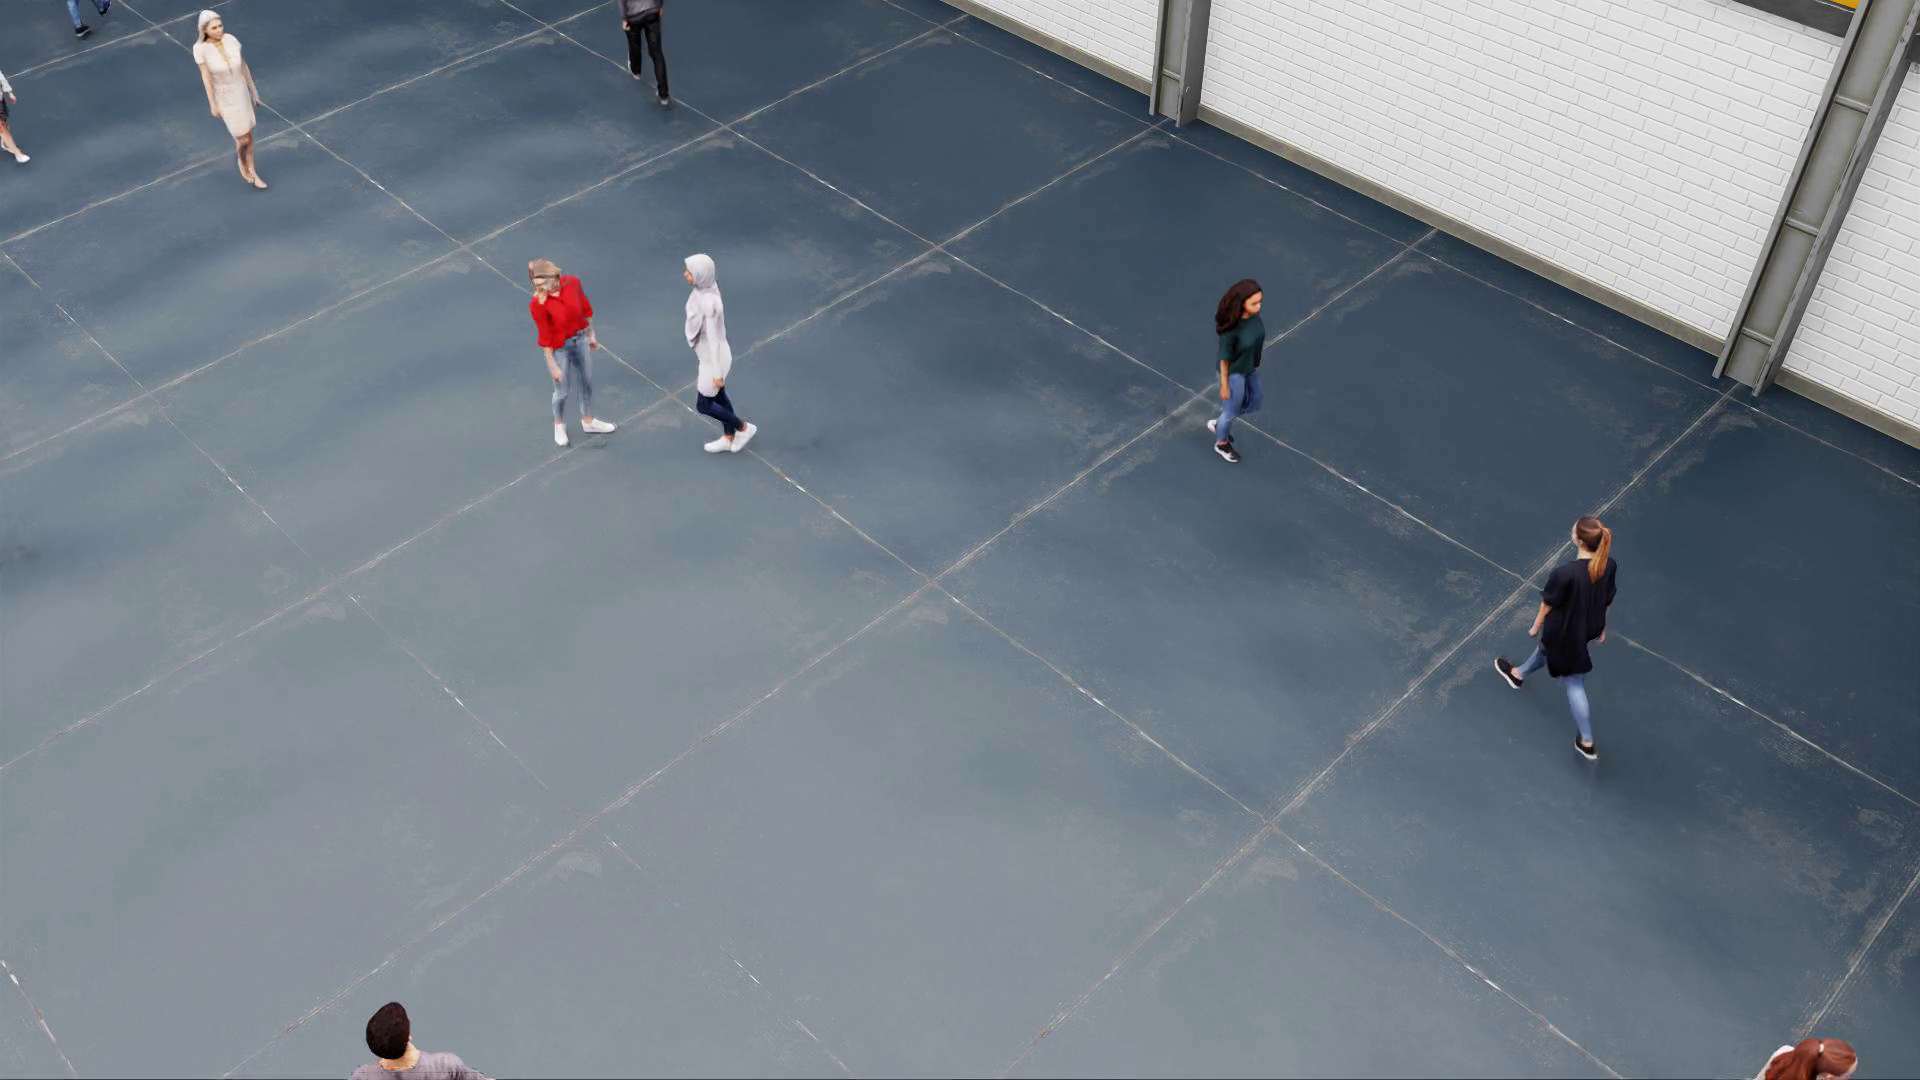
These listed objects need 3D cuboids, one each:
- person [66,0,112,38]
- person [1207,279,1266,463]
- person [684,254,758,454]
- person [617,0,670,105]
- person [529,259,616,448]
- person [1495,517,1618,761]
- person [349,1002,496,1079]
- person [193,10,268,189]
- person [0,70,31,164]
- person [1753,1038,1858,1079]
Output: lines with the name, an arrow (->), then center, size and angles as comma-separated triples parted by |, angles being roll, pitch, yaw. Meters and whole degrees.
person -> -9.368, -5.911, 17.458 | 0.850, 1.231, 0.892 | 2, 44, 2
person -> 1.991, -1.281, 12.329 | 0.611, 1.602, 0.590 | 32, 52, 29
person -> -1.738, -1.342, 12.274 | 0.838, 1.766, 0.763 | -10, 44, -10
person -> -3.075, -5.095, 16.253 | 0.926, 1.711, 1.230 | -16, 46, -17
person -> -2.904, -1.452, 12.454 | 0.627, 1.677, 0.676 | 16, 46, 16
person -> 3.857, 0.640, 10.300 | 0.909, 1.619, 1.273 | -15, 46, -15
person -> -2.490, 2.871, 7.819 | 1.136, 1.811, 1.212 | -1, 44, -1
person -> -6.653, -3.993, 15.087 | 0.679, 1.725, 0.650 | 26, 50, 25
person -> -9.154, -4.180, 15.624 | 0.842, 1.255, 0.633 | 23, 48, 23
person -> 3.720, 2.862, 7.918 | 1.169, 1.688, 1.034 | 4, 44, 4
